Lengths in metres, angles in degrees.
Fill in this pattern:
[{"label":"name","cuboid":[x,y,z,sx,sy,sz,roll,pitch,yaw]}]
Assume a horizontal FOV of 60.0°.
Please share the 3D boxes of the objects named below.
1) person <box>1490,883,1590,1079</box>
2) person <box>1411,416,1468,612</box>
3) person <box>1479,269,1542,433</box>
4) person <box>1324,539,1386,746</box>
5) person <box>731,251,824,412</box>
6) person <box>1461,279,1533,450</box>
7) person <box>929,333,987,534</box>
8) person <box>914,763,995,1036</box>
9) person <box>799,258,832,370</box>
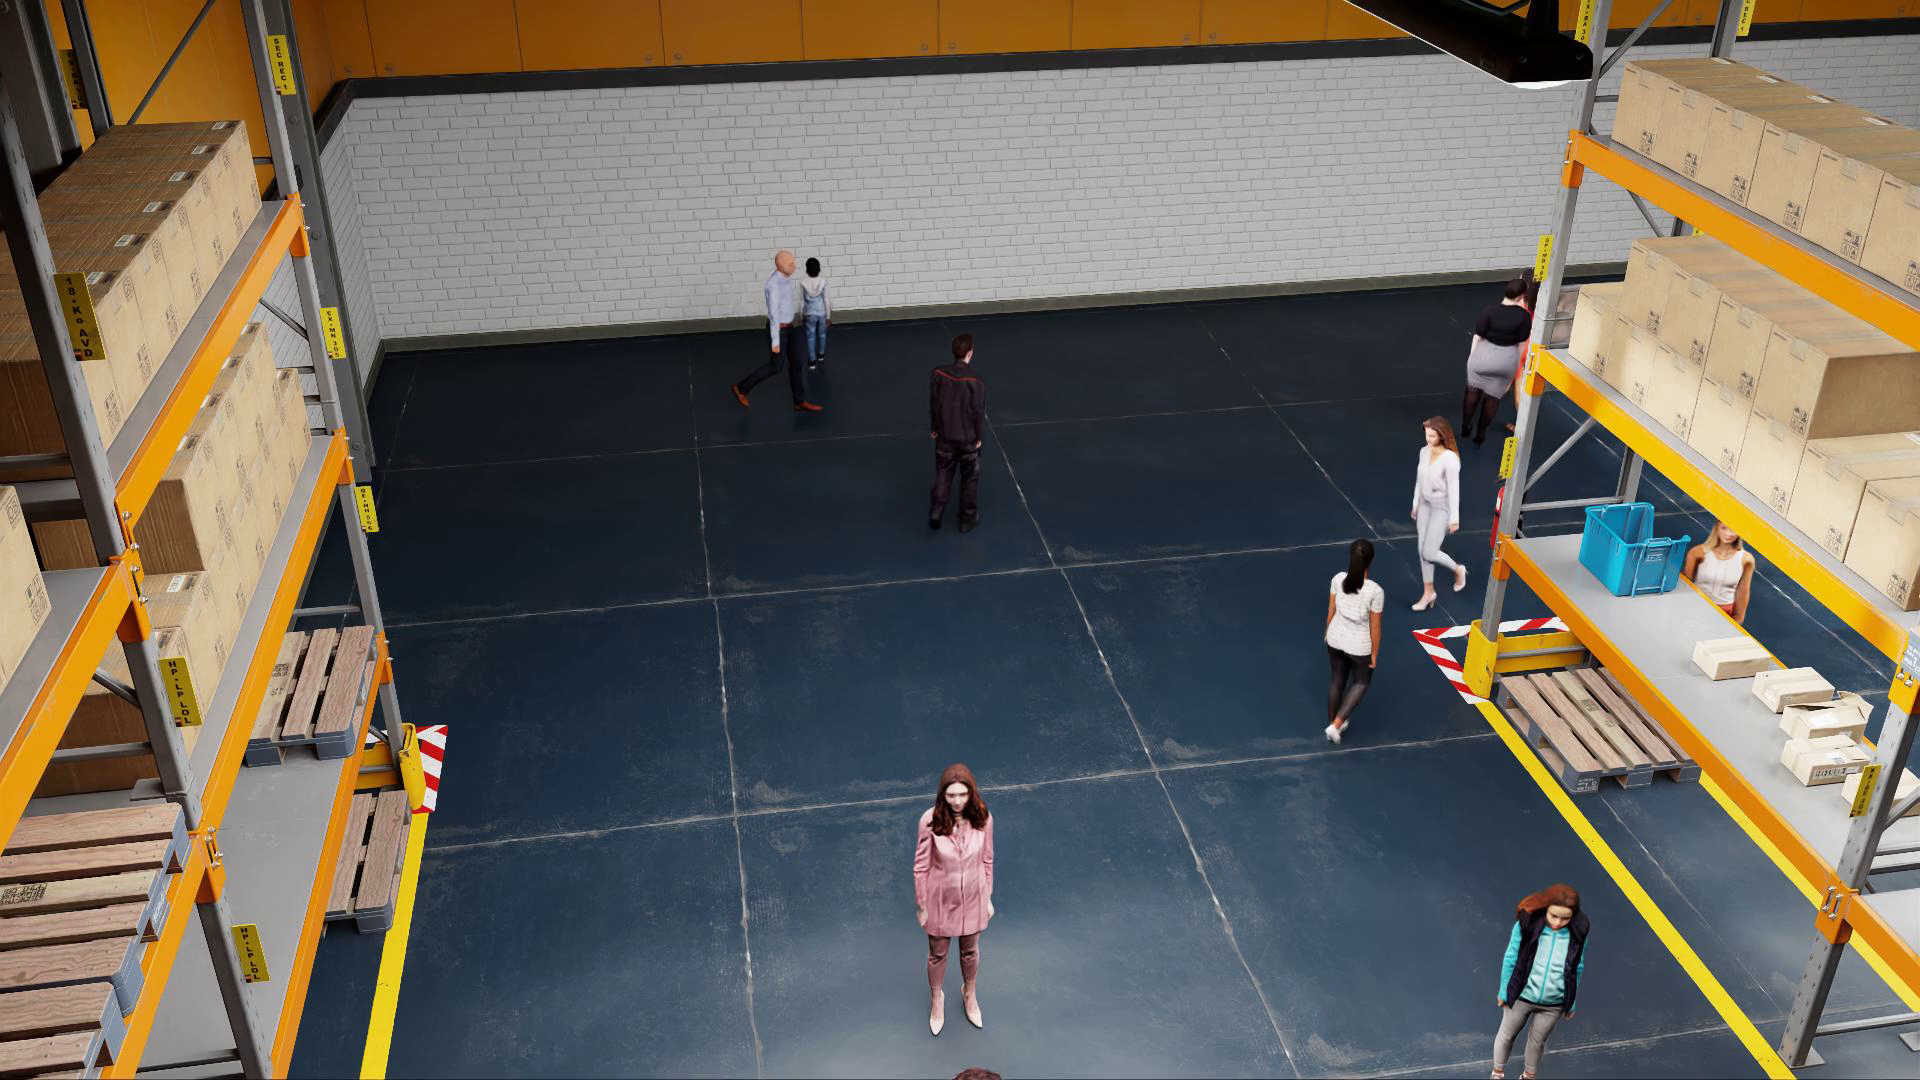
[{"label":"person","cuboid":[3.108,2.422,8.959,0.647,1.501,0.670,4,29,7]},{"label":"person","cuboid":[3.936,-0.215,13.547,0.798,1.737,0.811,-15,32,-26]},{"label":"person","cuboid":[5.648,-1.835,16.572,0.865,1.684,1.121,-16,32,-27]},{"label":"person","cuboid":[2.750,0.780,11.839,0.807,1.625,0.864,20,35,33]},{"label":"person","cuboid":[-1.922,-2.095,16.973,0.997,1.756,1.186,3,29,5]},{"label":"person","cuboid":[5.233,-1.681,16.244,0.798,1.727,0.807,7,29,13]},{"label":"person","cuboid":[-0.049,-0.878,14.604,0.944,1.889,1.046,12,31,20]},{"label":"person","cuboid":[-0.025,2.015,9.389,0.608,1.803,0.510,-6,29,-10]},{"label":"person","cuboid":[-1.595,-2.458,18.173,0.498,1.245,0.811,-4,29,-7]}]
